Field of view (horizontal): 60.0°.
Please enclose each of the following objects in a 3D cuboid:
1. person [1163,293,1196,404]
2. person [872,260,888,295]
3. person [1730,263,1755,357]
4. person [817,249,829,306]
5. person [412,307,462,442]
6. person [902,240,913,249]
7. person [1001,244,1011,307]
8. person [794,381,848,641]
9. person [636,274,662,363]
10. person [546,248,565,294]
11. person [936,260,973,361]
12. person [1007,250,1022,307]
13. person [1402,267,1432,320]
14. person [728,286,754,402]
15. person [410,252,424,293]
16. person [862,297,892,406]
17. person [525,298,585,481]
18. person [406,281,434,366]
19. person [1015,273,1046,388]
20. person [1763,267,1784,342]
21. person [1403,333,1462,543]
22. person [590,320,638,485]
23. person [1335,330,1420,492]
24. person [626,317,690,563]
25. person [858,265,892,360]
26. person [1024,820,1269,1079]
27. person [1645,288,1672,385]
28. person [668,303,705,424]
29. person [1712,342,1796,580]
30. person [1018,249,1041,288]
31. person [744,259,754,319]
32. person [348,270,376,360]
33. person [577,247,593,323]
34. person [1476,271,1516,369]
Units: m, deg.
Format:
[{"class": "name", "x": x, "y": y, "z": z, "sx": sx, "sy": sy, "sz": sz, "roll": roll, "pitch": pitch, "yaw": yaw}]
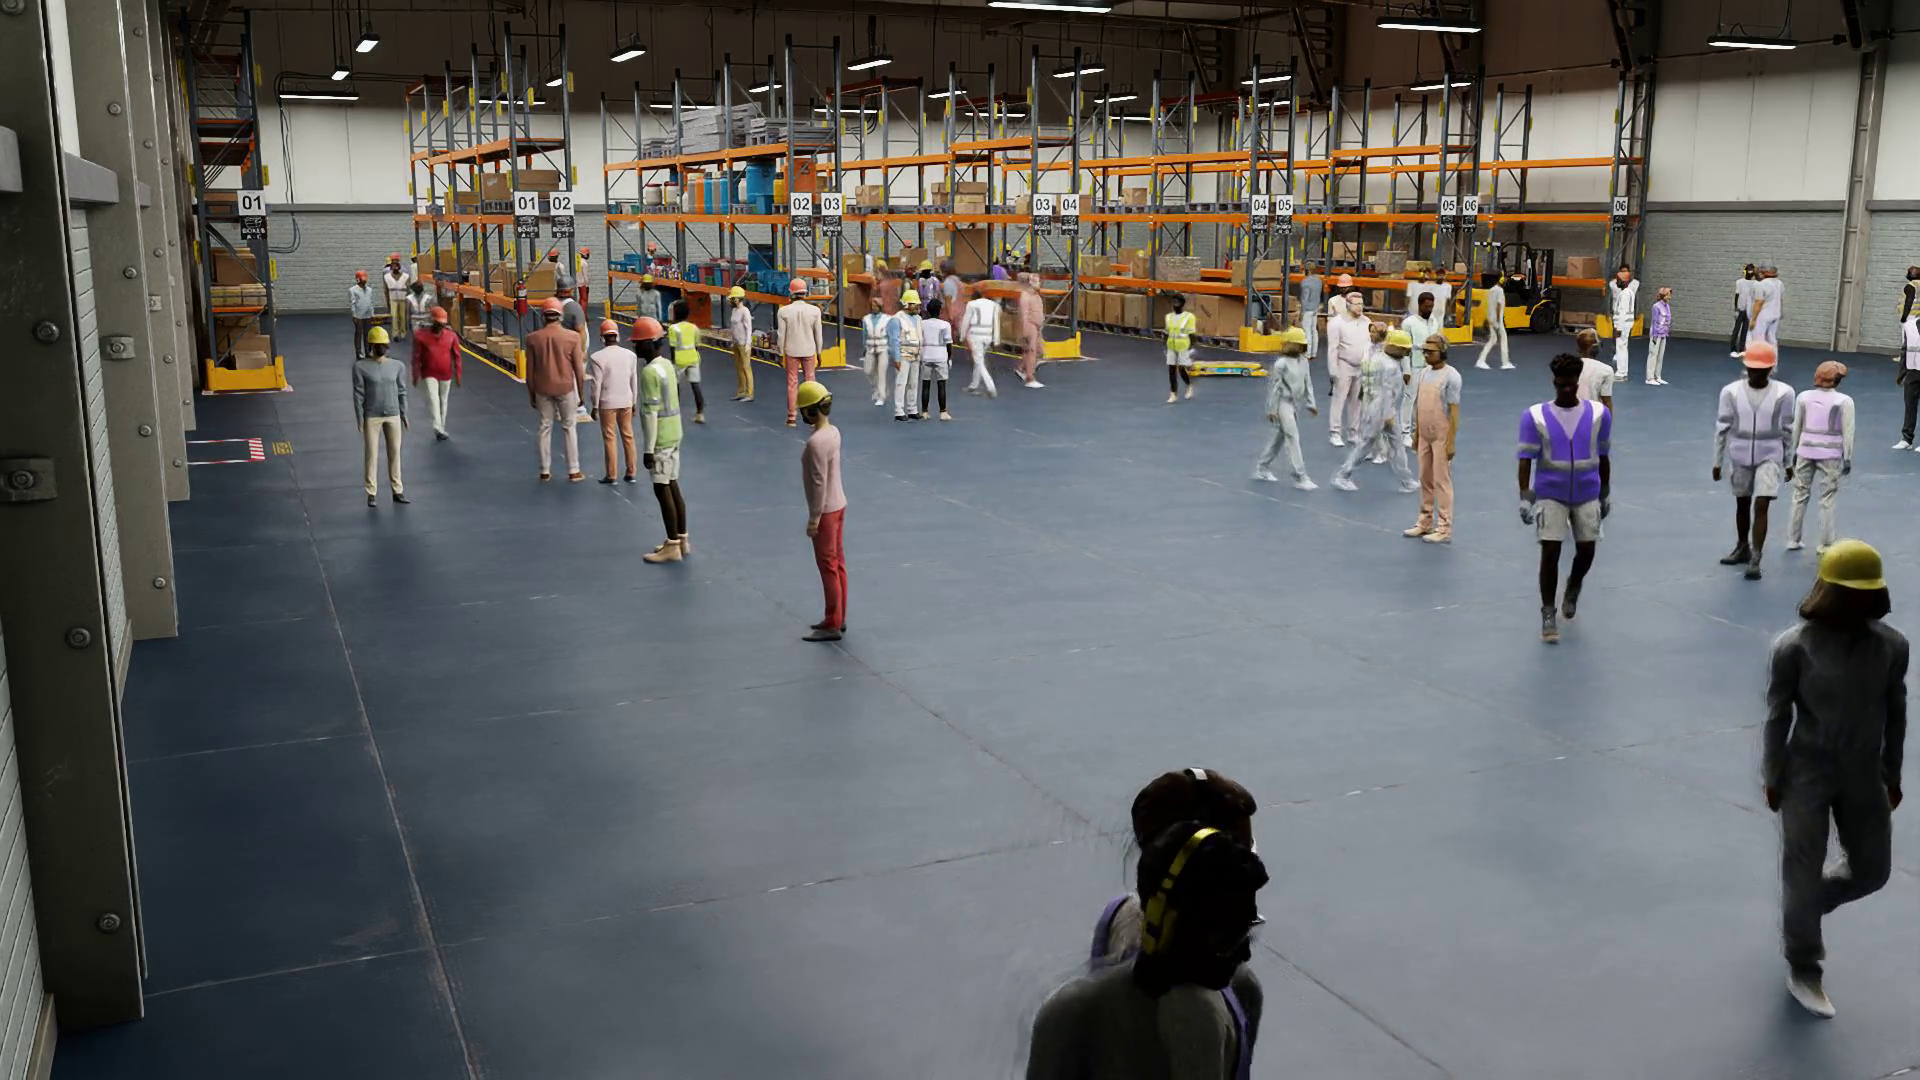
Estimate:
[{"class": "person", "x": 3.311, "y": -2.902, "z": 25.177, "sx": 0.550, "sy": 1.680, "sz": 0.396, "roll": 9, "pitch": 14, "yaw": 37}, {"class": "person", "x": -1.705, "y": -5.025, "z": 35.487, "sx": 0.472, "sy": 1.876, "sz": 0.703, "roll": 2, "pitch": 11, "yaw": 9}, {"class": "person", "x": 15.728, "y": -4.593, "z": 33.307, "sx": 0.520, "sy": 1.873, "sz": 0.333, "roll": -3, "pitch": 12, "yaw": -17}, {"class": "person", "x": -4.192, "y": -8.152, "z": 51.697, "sx": 0.573, "sy": 1.746, "sz": 0.345, "roll": 7, "pitch": 13, "yaw": 31}, {"class": "person", "x": -6.631, "y": -2.099, "z": 21.085, "sx": 0.594, "sy": 1.700, "sz": 0.924, "roll": -6, "pitch": 13, "yaw": -30}, {"class": "person", "x": -1.625, "y": -8.317, "z": 51.792, "sx": 0.377, "sy": 2.045, "sz": 0.608, "roll": 5, "pitch": 12, "yaw": 23}, {"class": "person", "x": 1.406, "y": -7.922, "z": 50.073, "sx": 0.364, "sy": 1.930, "sz": 0.588, "roll": 1, "pitch": 11, "yaw": 5}, {"class": "person", "x": -0.944, "y": -0.192, "z": 11.234, "sx": 0.343, "sy": 1.757, "sz": 0.526, "roll": 2, "pitch": 11, "yaw": 9}, {"class": "person", "x": -6.032, "y": -4.318, "z": 32.312, "sx": 0.488, "sy": 1.720, "sz": 0.701, "roll": -1, "pitch": 11, "yaw": -5}, {"class": "person", "x": -9.717, "y": -5.980, "z": 39.962, "sx": 0.416, "sy": 2.032, "sz": 0.651, "roll": -11, "pitch": 16, "yaw": -44}, {"class": "person", "x": -0.115, "y": -4.502, "z": 32.410, "sx": 1.073, "sy": 2.000, "sz": 0.692, "roll": 6, "pitch": 13, "yaw": 28}, {"class": "person", "x": 1.678, "y": -8.006, "z": 50.997, "sx": 0.538, "sy": 1.741, "sz": 0.567, "roll": -2, "pitch": 11, "yaw": -10}, {"class": "person", "x": 8.949, "y": -4.450, "z": 32.683, "sx": 0.561, "sy": 1.829, "sz": 0.736, "roll": 0, "pitch": 11, "yaw": 2}, {"class": "person", "x": -3.368, "y": -2.989, "z": 25.425, "sx": 0.326, "sy": 1.767, "sz": 0.533, "roll": -7, "pitch": 13, "yaw": -32}, {"class": "person", "x": -15.472, "y": -7.308, "z": 47.393, "sx": 0.329, "sy": 1.760, "sz": 0.523, "roll": 3, "pitch": 12, "yaw": 17}, {"class": "person", "x": -1.233, "y": -2.832, "z": 24.987, "sx": 0.519, "sy": 1.629, "sz": 0.385, "roll": 4, "pitch": 12, "yaw": 20}, {"class": "person", "x": -4.357, "y": -1.617, "z": 17.954, "sx": 0.624, "sy": 1.973, "sz": 0.480, "roll": 0, "pitch": 11, "yaw": -1}, {"class": "person", "x": -10.209, "y": -4.118, "z": 31.551, "sx": 0.528, "sy": 1.610, "sz": 0.722, "roll": -3, "pitch": 11, "yaw": -14}, {"class": "person", "x": 1.182, "y": -3.459, "z": 27.475, "sx": 0.454, "sy": 1.892, "sz": 0.672, "roll": 4, "pitch": 12, "yaw": 18}, {"class": "person", "x": 16.170, "y": -4.550, "z": 33.256, "sx": 0.517, "sy": 1.823, "sz": 0.603, "roll": -2, "pitch": 11, "yaw": -9}, {"class": "person", "x": 4.171, "y": -0.895, "z": 14.611, "sx": 0.340, "sy": 1.838, "sz": 0.508, "roll": -5, "pitch": 12, "yaw": -22}, {"class": "person", "x": -3.700, "y": -1.468, "z": 17.729, "sx": 0.564, "sy": 1.748, "sz": 0.339, "roll": -10, "pitch": 15, "yaw": -41}, {"class": "person", "x": 4.356, "y": -1.322, "z": 17.155, "sx": 0.919, "sy": 1.692, "sz": 0.524, "roll": 6, "pitch": 12, "yaw": 27}, {"class": "person", "x": -2.520, "y": -0.825, "z": 13.780, "sx": 0.445, "sy": 2.030, "sz": 0.620, "roll": 1, "pitch": 11, "yaw": 4}, {"class": "person", "x": -1.503, "y": -4.453, "z": 32.649, "sx": 0.939, "sy": 1.878, "sz": 0.643, "roll": 1, "pitch": 11, "yaw": 6}, {"class": "person", "x": 0.304, "y": 1.379, "z": 3.143, "sx": 0.539, "sy": 1.804, "sz": 0.981, "roll": -8, "pitch": 14, "yaw": -36}, {"class": "person", "x": 11.765, "y": -3.423, "z": 27.979, "sx": 0.513, "sy": 1.632, "sz": 0.311, "roll": -11, "pitch": 15, "yaw": -44}, {"class": "person", "x": -3.826, "y": -2.436, "z": 22.902, "sx": 0.876, "sy": 1.642, "sz": 0.549, "roll": 11, "pitch": 16, "yaw": 44}, {"class": "person", "x": 6.338, "y": -0.652, "z": 13.319, "sx": 0.571, "sy": 1.877, "sz": 0.841, "roll": 7, "pitch": 13, "yaw": 33}, {"class": "person", "x": 1.736, "y": -6.254, "z": 41.343, "sx": 0.622, "sy": 2.031, "sz": 0.666, "roll": -3, "pitch": 12, "yaw": -16}, {"class": "person", "x": -5.761, "y": -6.795, "z": 45.104, "sx": 0.284, "sy": 1.633, "sz": 0.498, "roll": -8, "pitch": 14, "yaw": -35}, {"class": "person", "x": -11.799, "y": -4.452, "z": 32.881, "sx": 0.318, "sy": 1.755, "sz": 0.560, "roll": 6, "pitch": 12, "yaw": 26}, {"class": "person", "x": -9.849, "y": -6.688, "z": 43.679, "sx": 0.415, "sy": 1.985, "sz": 0.612, "roll": -6, "pitch": 13, "yaw": -29}, {"class": "person", "x": 9.964, "y": -4.058, "z": 30.768, "sx": 0.787, "sy": 1.817, "sz": 0.572, "roll": -2, "pitch": 11, "yaw": -11}]
